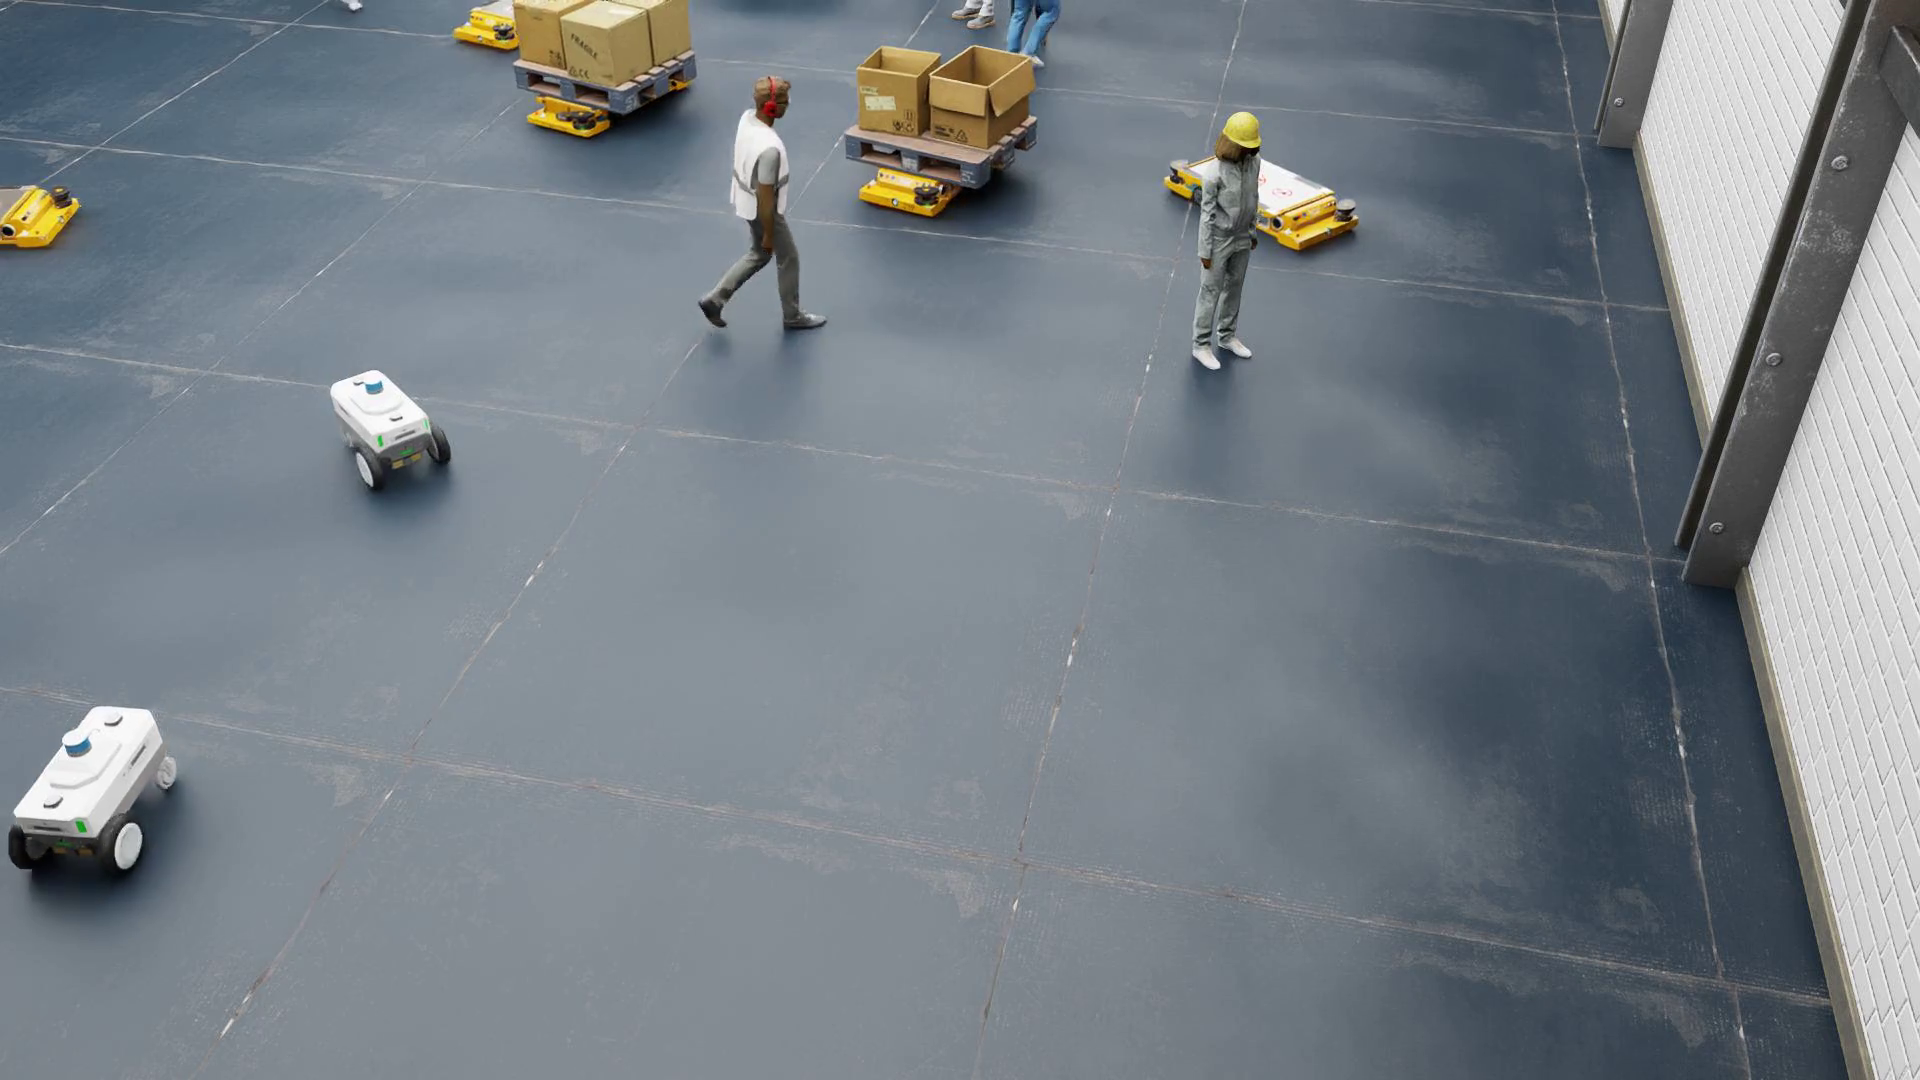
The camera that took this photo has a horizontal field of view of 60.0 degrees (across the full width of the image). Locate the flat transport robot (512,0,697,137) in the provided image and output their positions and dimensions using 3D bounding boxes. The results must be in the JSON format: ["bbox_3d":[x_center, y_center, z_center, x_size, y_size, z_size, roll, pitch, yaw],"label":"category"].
[{"bbox_3d":[-3.022,-3.861,14.385,0.659,0.231,1.431,19,41,24],"label":"flat transport robot"}]

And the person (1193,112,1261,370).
[{"bbox_3d":[1.707,-1.891,10.529,0.486,1.728,0.320,-27,45,-32],"label":"person"}]

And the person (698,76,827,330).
[{"bbox_3d":[-1.327,-2.129,10.778,0.787,1.808,0.625,-12,38,-15],"label":"person"}]

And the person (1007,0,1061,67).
[{"bbox_3d":[0.641,-4.967,14.677,0.479,1.686,0.550,-20,41,-24],"label":"person"}]

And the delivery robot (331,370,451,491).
[{"bbox_3d":[-3.439,-0.703,9.914,0.499,0.587,0.788,-27,44,-31],"label":"delivery robot"}]

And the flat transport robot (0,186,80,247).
[{"bbox_3d":[-7.450,-2.399,12.429,1.431,0.231,0.659,-2,37,-3],"label":"flat transport robot"}]

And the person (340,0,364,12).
[{"bbox_3d":[-6.061,-5.934,16.044,0.778,1.595,0.533,30,46,34],"label":"person"}]

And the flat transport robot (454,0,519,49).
[{"bbox_3d":[-4.133,-5.077,16.013,0.659,0.231,1.431,19,41,23],"label":"flat transport robot"}]

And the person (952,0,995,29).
[{"bbox_3d":[0.162,-5.783,15.609,0.356,1.884,0.574,-17,40,-21],"label":"person"}]

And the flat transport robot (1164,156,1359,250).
[{"bbox_3d":[2.296,-2.635,12.745,0.659,0.231,1.431,-25,43,-30],"label":"flat transport robot"}]

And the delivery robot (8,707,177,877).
[{"bbox_3d":[-3.903,1.132,7.480,0.499,0.613,0.796,4,37,5],"label":"delivery robot"}]

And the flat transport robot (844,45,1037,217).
[{"bbox_3d":[-0.149,-2.978,13.204,0.659,0.231,1.431,18,40,23],"label":"flat transport robot"}]

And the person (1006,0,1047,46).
[{"bbox_3d":[0.618,-5.363,15.201,0.539,1.695,0.317,-7,37,-9],"label":"person"}]
